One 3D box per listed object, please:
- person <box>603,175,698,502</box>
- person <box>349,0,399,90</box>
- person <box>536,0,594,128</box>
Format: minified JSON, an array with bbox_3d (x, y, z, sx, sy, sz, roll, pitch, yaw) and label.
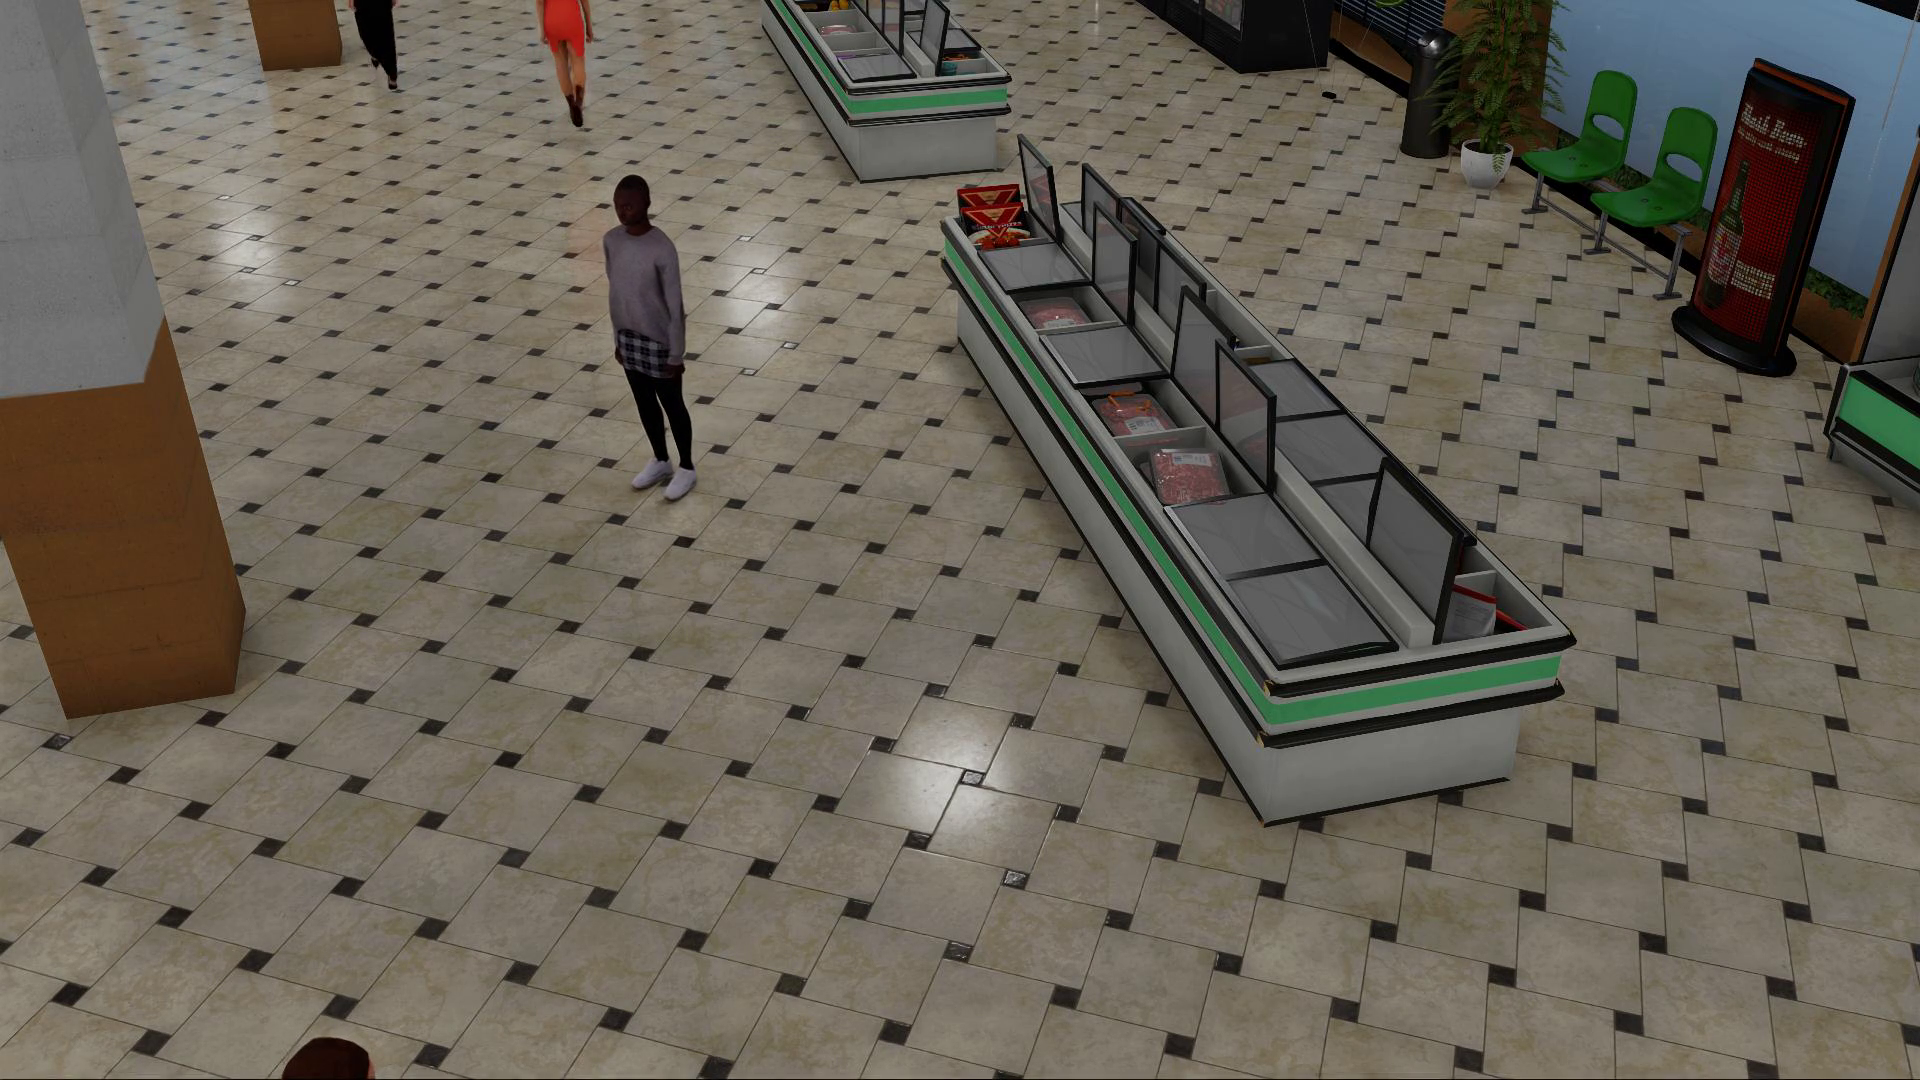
[{"bbox_3d":[-1.585,-1.042,8.572,0.686,1.767,0.751,18,36,27],"label":"person"},{"bbox_3d":[-5.282,-4.876,14.913,0.600,1.579,0.869,-11,33,-16],"label":"person"},{"bbox_3d":[-3.281,-4.240,13.775,0.636,1.701,0.987,-6,32,-9],"label":"person"}]
